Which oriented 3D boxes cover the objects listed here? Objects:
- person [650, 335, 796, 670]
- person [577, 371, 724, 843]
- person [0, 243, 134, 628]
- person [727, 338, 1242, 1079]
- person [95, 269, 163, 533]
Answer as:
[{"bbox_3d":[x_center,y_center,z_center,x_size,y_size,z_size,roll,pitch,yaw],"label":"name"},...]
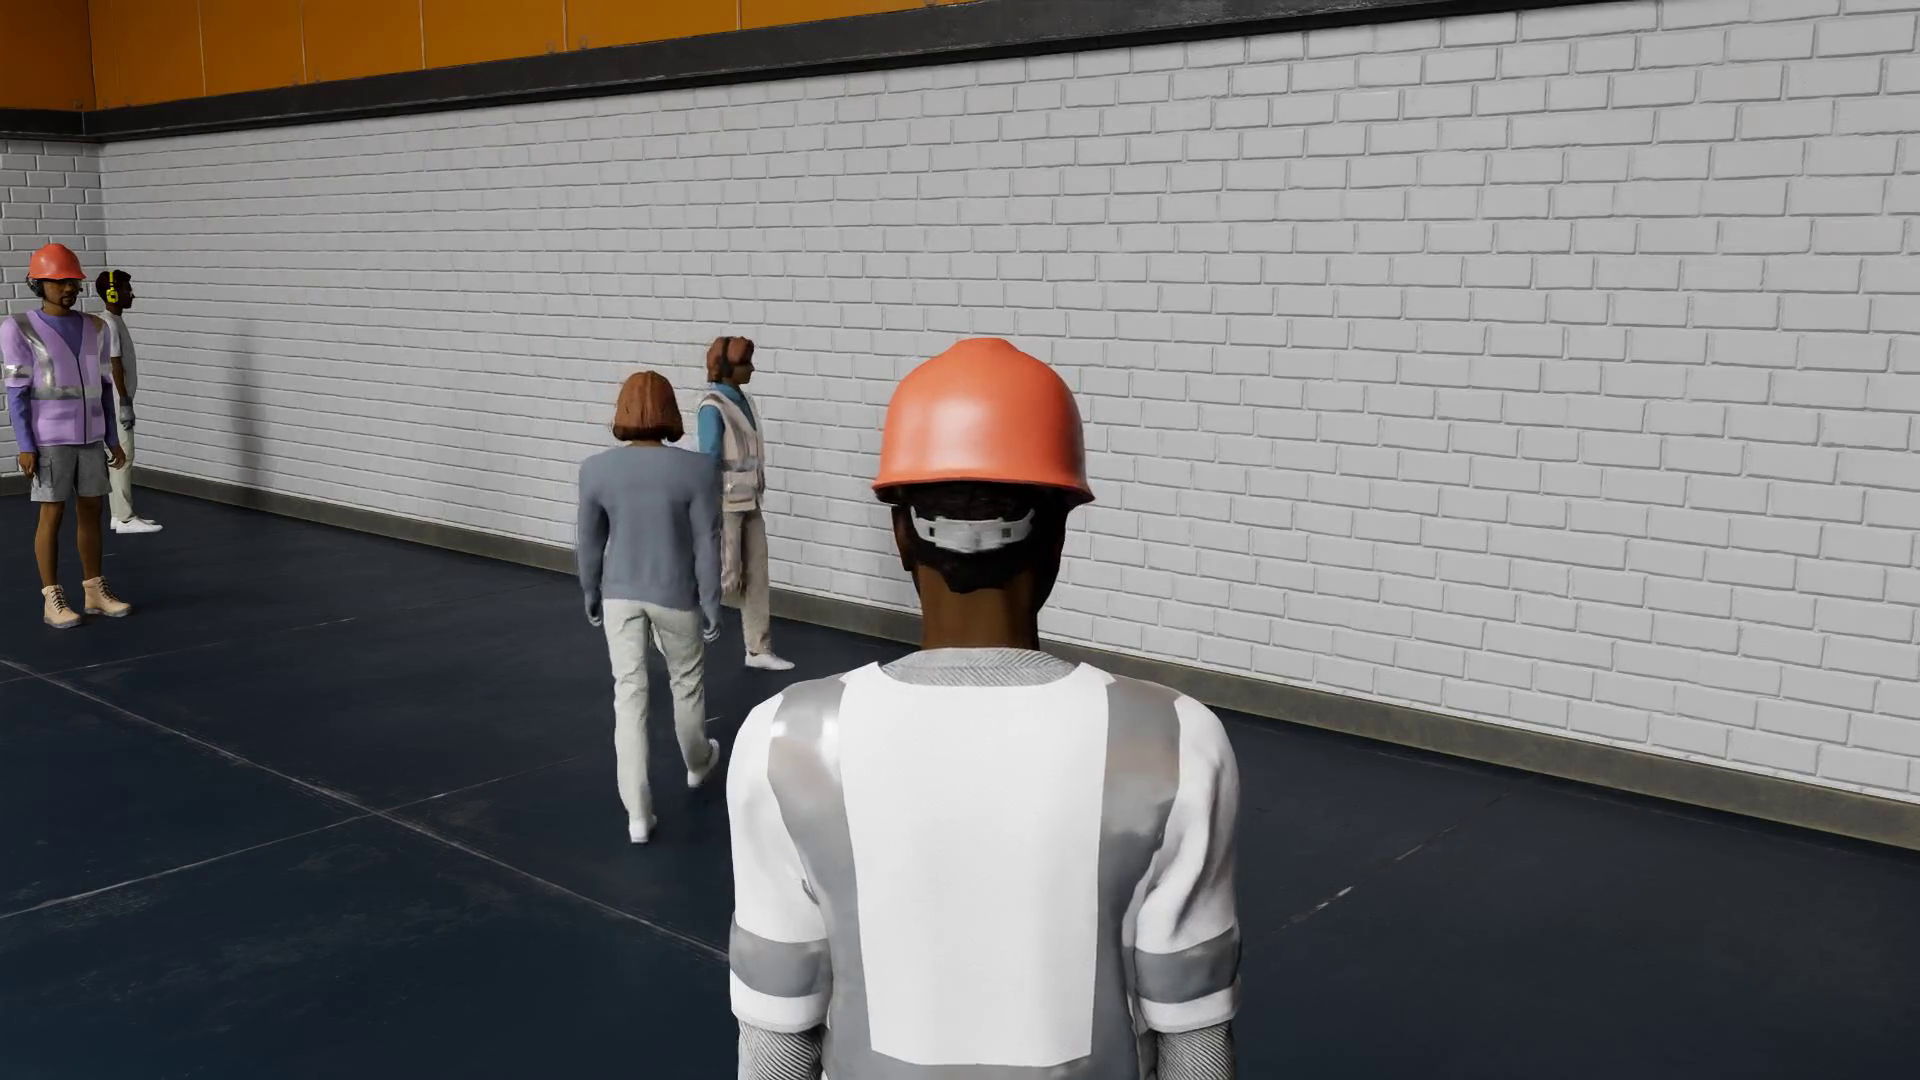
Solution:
[{"bbox_3d":[-1.147,-0.165,7.924,0.643,1.619,0.521,2,10,14],"label":"person"},{"bbox_3d":[-1.080,0.200,5.888,0.530,1.587,0.831,0,10,2],"label":"person"},{"bbox_3d":[-4.790,-0.559,8.960,0.371,2.044,0.608,5,11,26],"label":"person"},{"bbox_3d":[0.028,0.746,1.857,0.543,1.928,0.372,1,10,4],"label":"person"},{"bbox_3d":[-5.968,-0.983,11.865,0.326,1.872,0.518,-6,12,-32],"label":"person"}]
